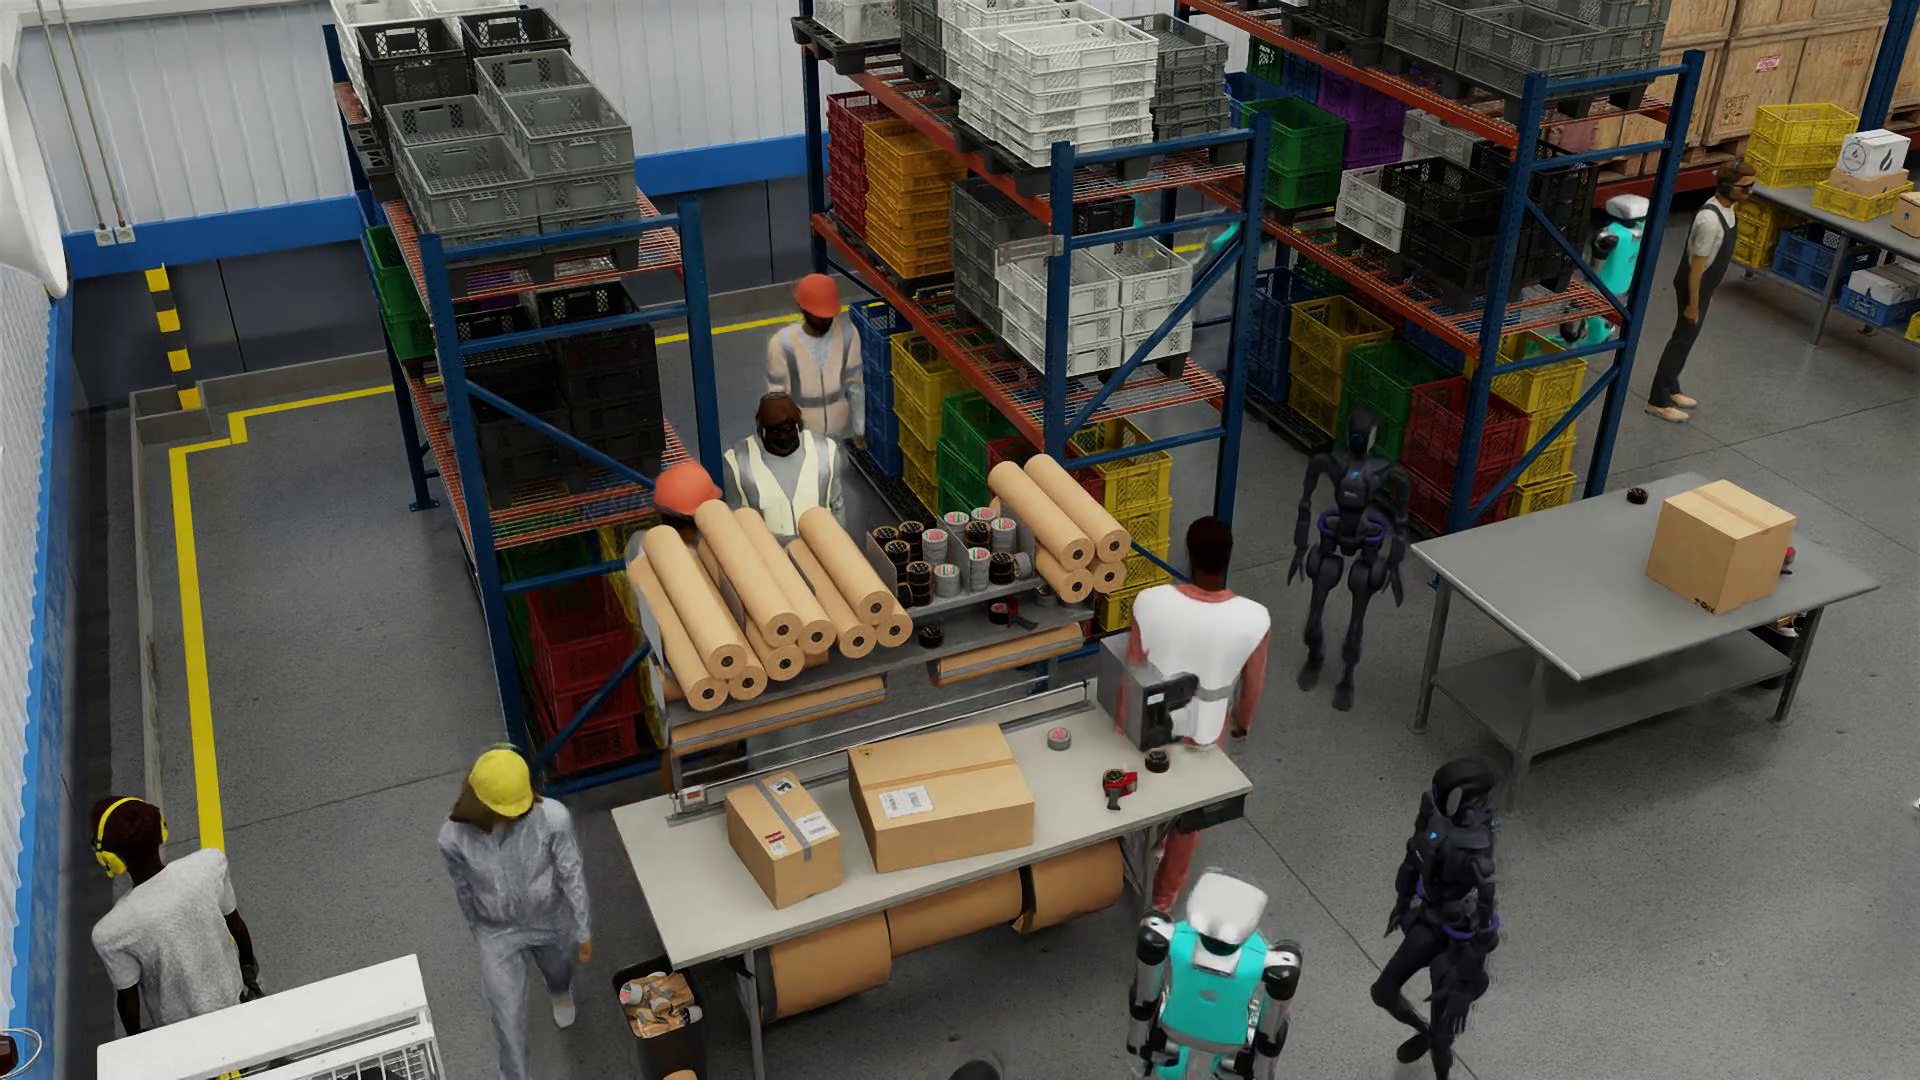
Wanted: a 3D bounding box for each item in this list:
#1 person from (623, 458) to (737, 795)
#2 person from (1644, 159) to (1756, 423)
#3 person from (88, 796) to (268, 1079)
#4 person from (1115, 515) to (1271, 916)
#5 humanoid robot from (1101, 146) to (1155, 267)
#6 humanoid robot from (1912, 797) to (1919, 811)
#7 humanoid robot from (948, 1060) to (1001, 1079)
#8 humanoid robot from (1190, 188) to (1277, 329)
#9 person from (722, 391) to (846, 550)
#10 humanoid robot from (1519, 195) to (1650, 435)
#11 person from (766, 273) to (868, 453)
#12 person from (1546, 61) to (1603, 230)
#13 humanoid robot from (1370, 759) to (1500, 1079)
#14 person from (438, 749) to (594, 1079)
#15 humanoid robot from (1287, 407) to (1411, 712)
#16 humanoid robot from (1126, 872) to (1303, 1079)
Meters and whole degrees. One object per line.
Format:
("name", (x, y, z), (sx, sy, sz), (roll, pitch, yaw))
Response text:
("person", (-1.164, 0.563, 7.377), (0.609, 2.046, 0.410), (21, 37, 30))
("person", (4.985, -1.679, 11.207), (0.338, 1.839, 0.507), (19, 36, 27))
("person", (-2.671, 1.633, 5.809), (0.338, 1.858, 0.516), (19, 36, 28))
("person", (0.996, 0.737, 7.240), (0.609, 1.869, 0.814), (7, 32, 11))
("humanoid robot", (1.348, -2.862, 13.235), (0.657, 1.822, 0.547), (4, 32, 7))
("humanoid robot", (4.839, 0.589, 7.570), (0.530, 1.747, 0.744), (-27, 40, -36))
("humanoid robot", (0.050, 2.182, 5.107), (0.586, 1.640, 0.700), (14, 34, 21))
("humanoid robot", (2.010, -2.303, 12.381), (1.047, 1.786, 0.530), (-22, 38, -31))
("person", (-0.857, 0.100, 8.308), (0.624, 1.843, 0.429), (-11, 33, -17))
("humanoid robot", (4.026, -1.447, 10.985), (0.539, 1.842, 0.776), (-19, 36, -28))
("person", (-0.823, -0.698, 9.572), (0.550, 1.873, 1.047), (-14, 34, -22))
("person", (5.030, -3.164, 13.690), (0.522, 1.761, 0.336), (-16, 35, -24))
("humanoid robot", (1.813, 1.491, 6.201), (0.375, 1.654, 0.583), (-8, 33, -13))
("person", (-1.661, 1.411, 6.311), (0.486, 1.694, 0.819), (-11, 33, -18))
("humanoid robot", (1.979, 0.095, 8.467), (0.602, 1.650, 0.365), (12, 34, 19))
("humanoid robot", (0.921, 1.653, 5.939), (0.567, 1.761, 1.005), (9, 33, 15))
